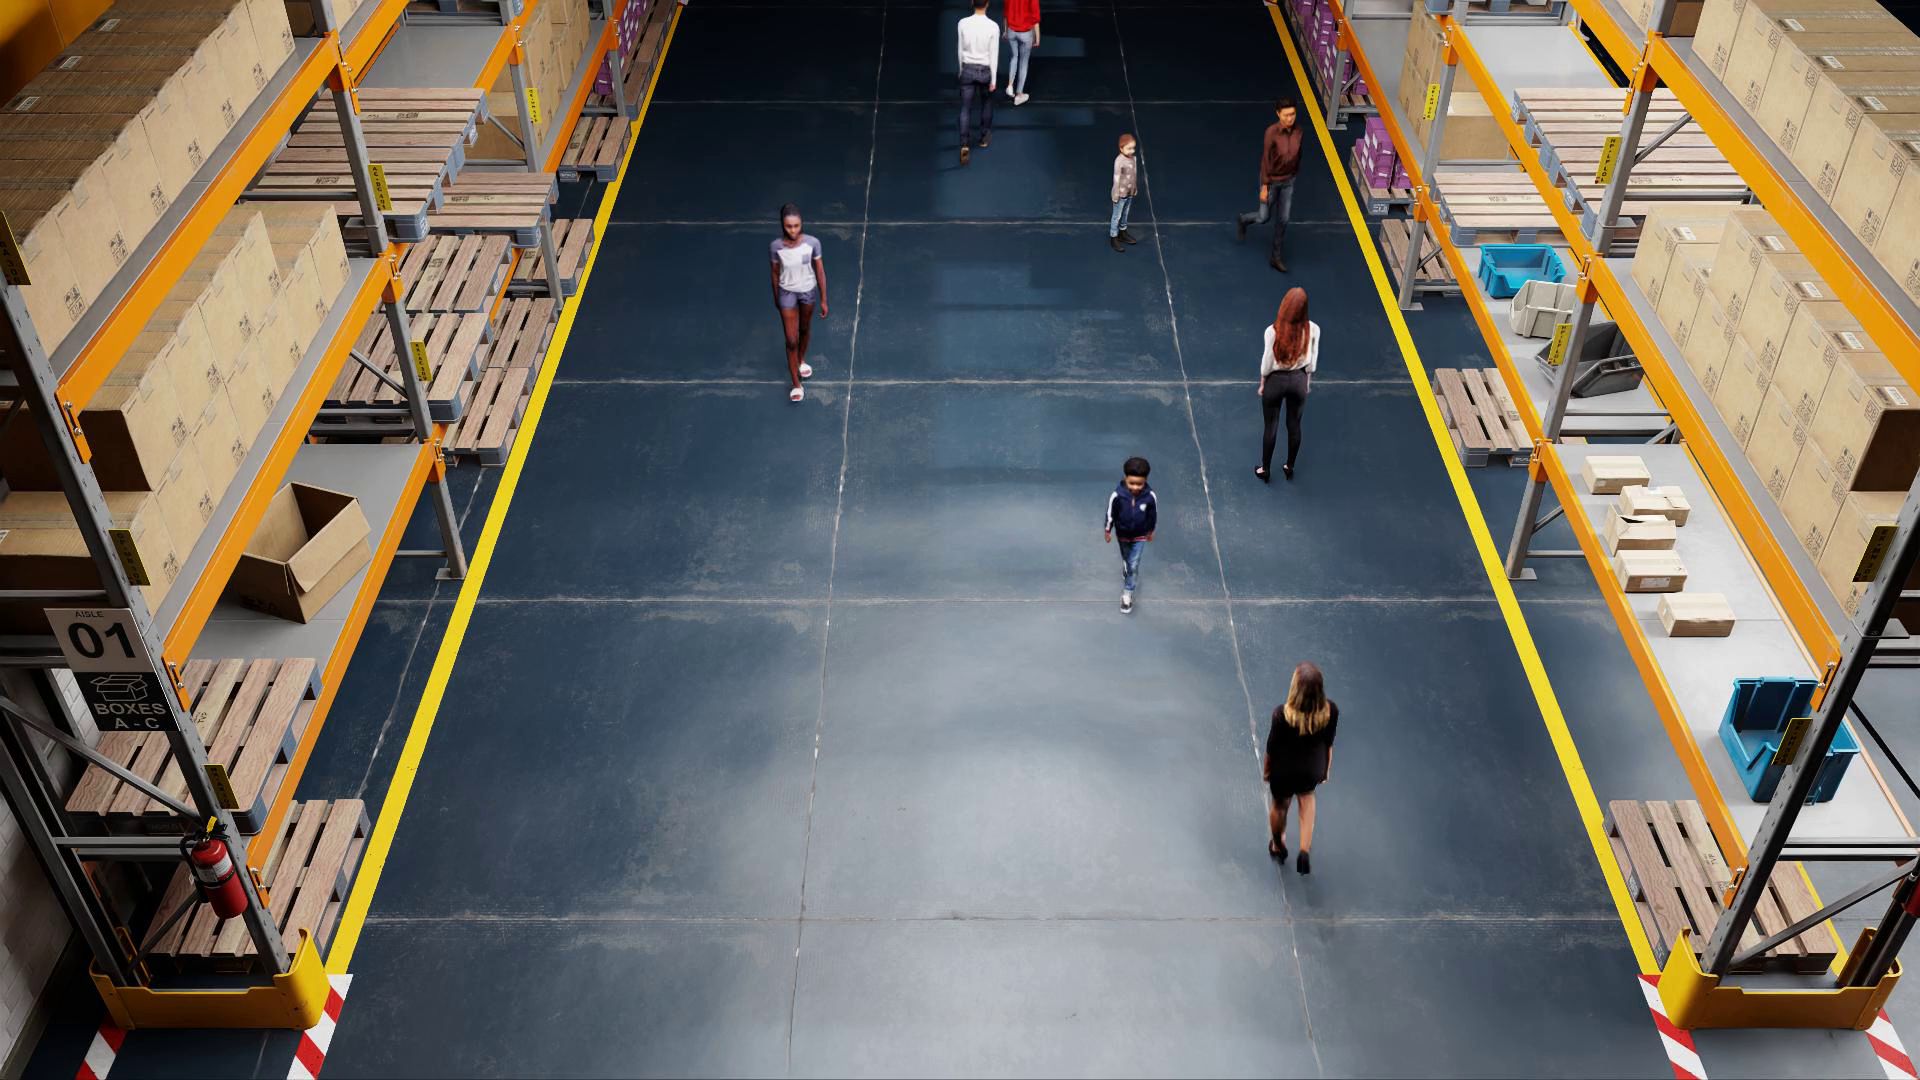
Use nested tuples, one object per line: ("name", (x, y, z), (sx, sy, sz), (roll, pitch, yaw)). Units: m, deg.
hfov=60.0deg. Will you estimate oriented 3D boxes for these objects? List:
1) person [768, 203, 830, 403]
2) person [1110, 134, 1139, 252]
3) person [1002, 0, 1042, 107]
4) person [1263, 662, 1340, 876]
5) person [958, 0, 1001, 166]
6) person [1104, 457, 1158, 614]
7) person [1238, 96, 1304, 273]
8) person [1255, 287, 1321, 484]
("person", (-1.408, -2.149, 14.453), (0.754, 1.695, 1.001), (-9, 39, -11))
("person", (1.629, -3.479, 16.519), (0.618, 1.194, 0.555), (31, 48, 33))
("person", (0.647, -5.757, 18.973), (0.757, 1.691, 0.793), (21, 43, 24))
("person", (2.047, 1.437, 9.986), (0.592, 1.665, 0.706), (-3, 39, -4))
("person", (0.160, -4.967, 17.868), (0.742, 1.836, 1.203), (6, 39, 7))
("person", (1.273, -0.117, 12.306), (0.639, 1.199, 0.888), (7, 39, 9))
("person", (2.999, -3.493, 16.089), (0.928, 1.753, 1.120), (-18, 42, -22))
("person", (2.585, -1.215, 13.232), (0.600, 1.758, 0.517), (-3, 39, -4))
